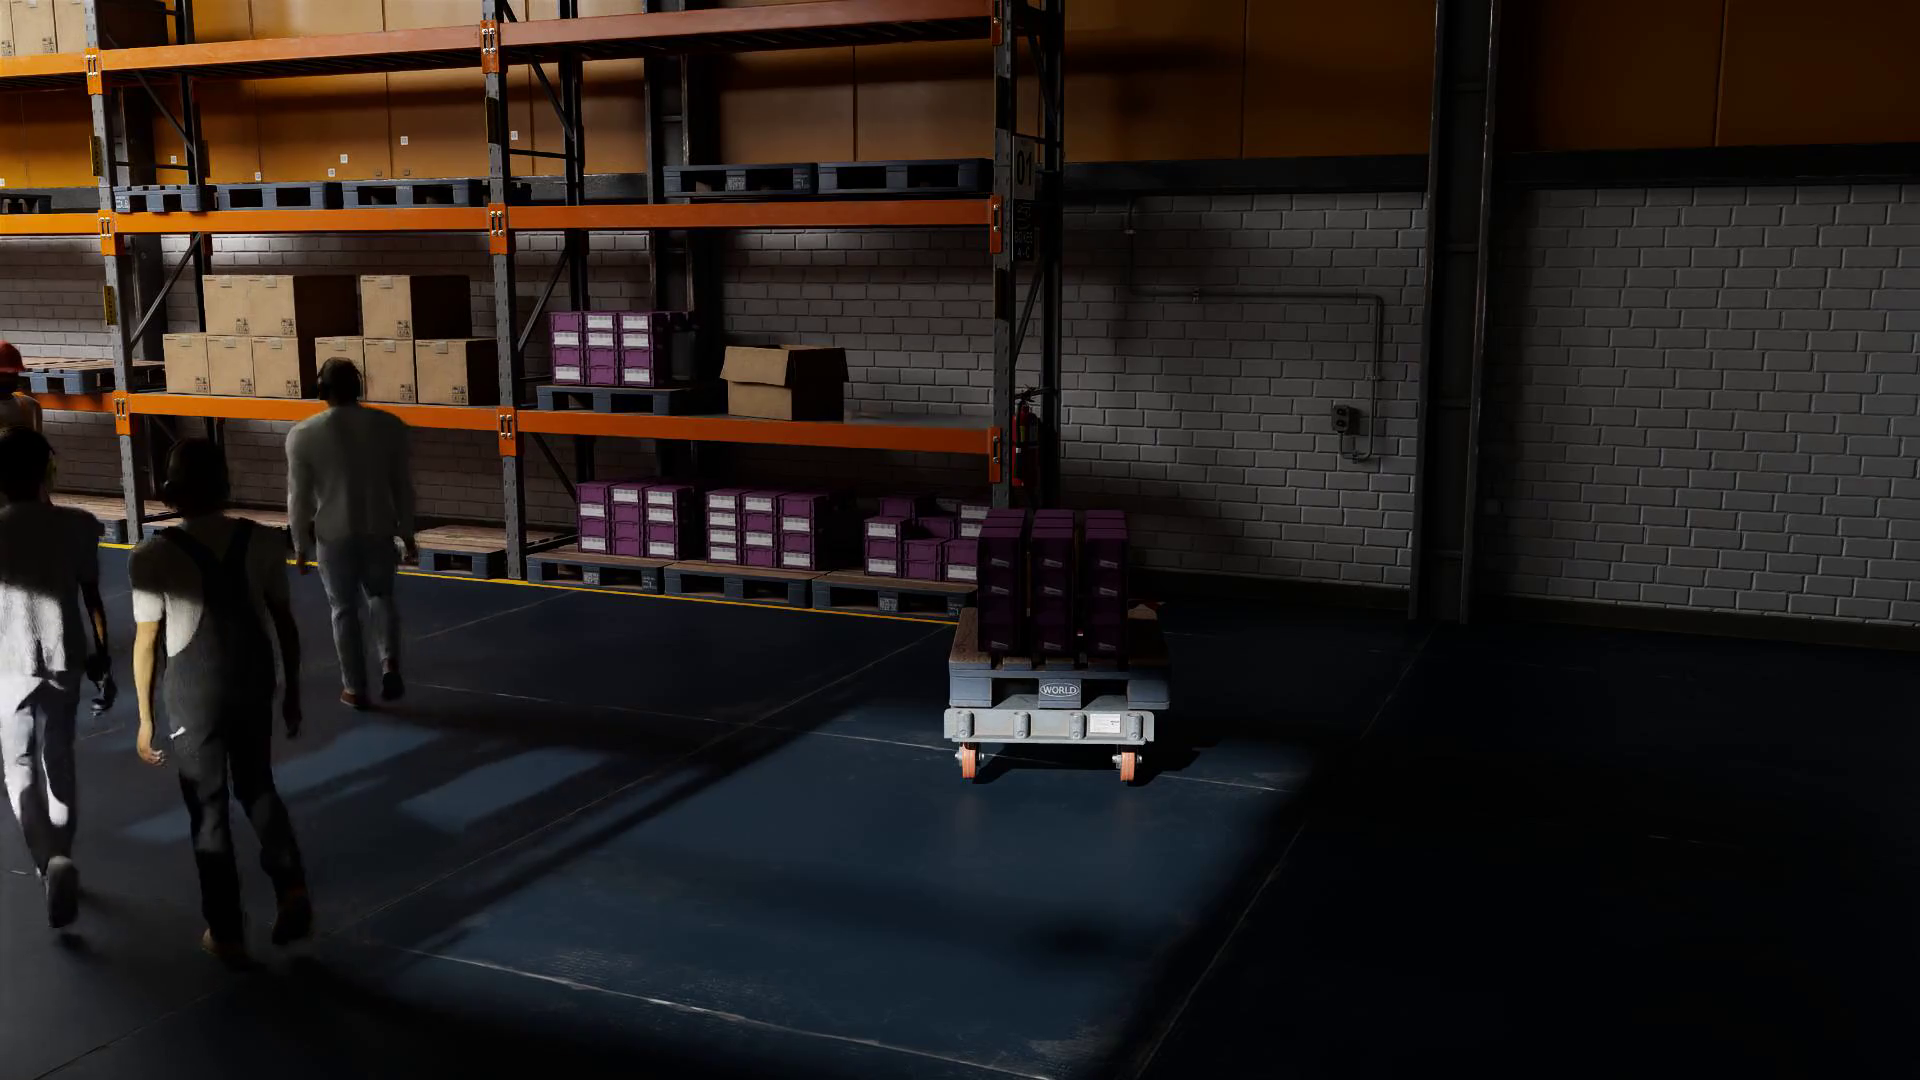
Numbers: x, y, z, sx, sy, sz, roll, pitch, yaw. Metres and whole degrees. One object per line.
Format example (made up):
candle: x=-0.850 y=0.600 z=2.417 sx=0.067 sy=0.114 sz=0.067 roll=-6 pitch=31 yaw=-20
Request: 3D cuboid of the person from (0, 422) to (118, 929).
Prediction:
person: x=-3.410 y=0.487 z=6.168 sx=0.525 sy=1.845 sz=0.815 roll=-8 pitch=12 yaw=-40

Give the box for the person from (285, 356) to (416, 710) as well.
person: x=-3.251 y=-0.018 z=8.921 sx=0.657 sy=1.924 sz=0.493 roll=-6 pitch=11 yaw=-33

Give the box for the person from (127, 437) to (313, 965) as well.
person: x=-2.526 y=0.567 z=5.702 sx=0.469 sy=1.831 sz=0.530 roll=9 pitch=13 yaw=44

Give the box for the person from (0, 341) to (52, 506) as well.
person: x=-5.943 y=-0.274 z=10.430 sx=0.368 sy=1.933 sz=0.553 roll=5 pitch=11 yaw=26
